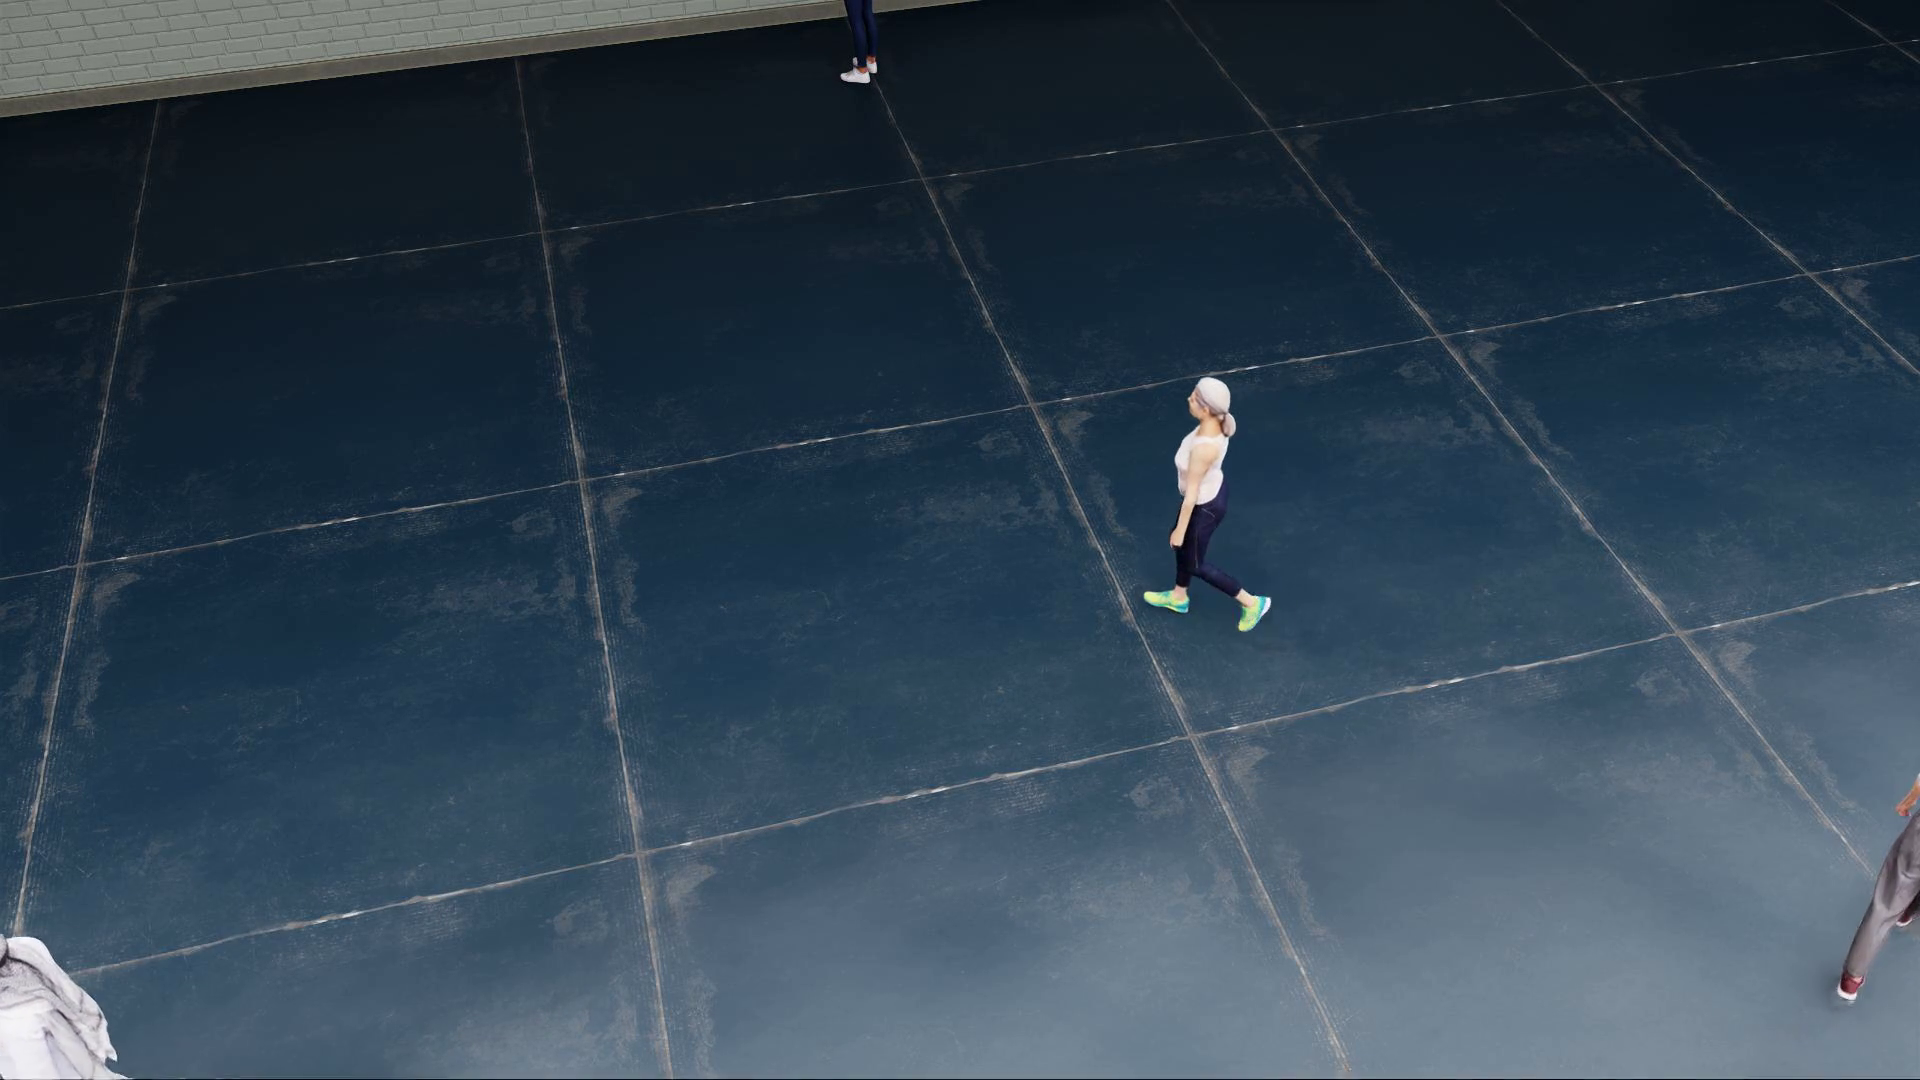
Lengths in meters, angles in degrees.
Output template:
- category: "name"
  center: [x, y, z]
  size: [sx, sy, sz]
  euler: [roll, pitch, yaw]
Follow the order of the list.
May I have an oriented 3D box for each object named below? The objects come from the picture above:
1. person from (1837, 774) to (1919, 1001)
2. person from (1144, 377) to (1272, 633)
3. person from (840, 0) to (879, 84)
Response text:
- category: "person"
  center: [4.341, 1.418, 7.430]
  size: [1.164, 1.690, 1.063]
  euler: [33, 52, 31]
- category: "person"
  center: [1.406, -0.145, 9.108]
  size: [0.963, 1.685, 0.998]
  euler: [12, 44, 12]
- category: "person"
  center: [-0.846, -4.704, 13.924]
  size: [0.726, 1.775, 0.650]
  euler: [18, 46, 18]
